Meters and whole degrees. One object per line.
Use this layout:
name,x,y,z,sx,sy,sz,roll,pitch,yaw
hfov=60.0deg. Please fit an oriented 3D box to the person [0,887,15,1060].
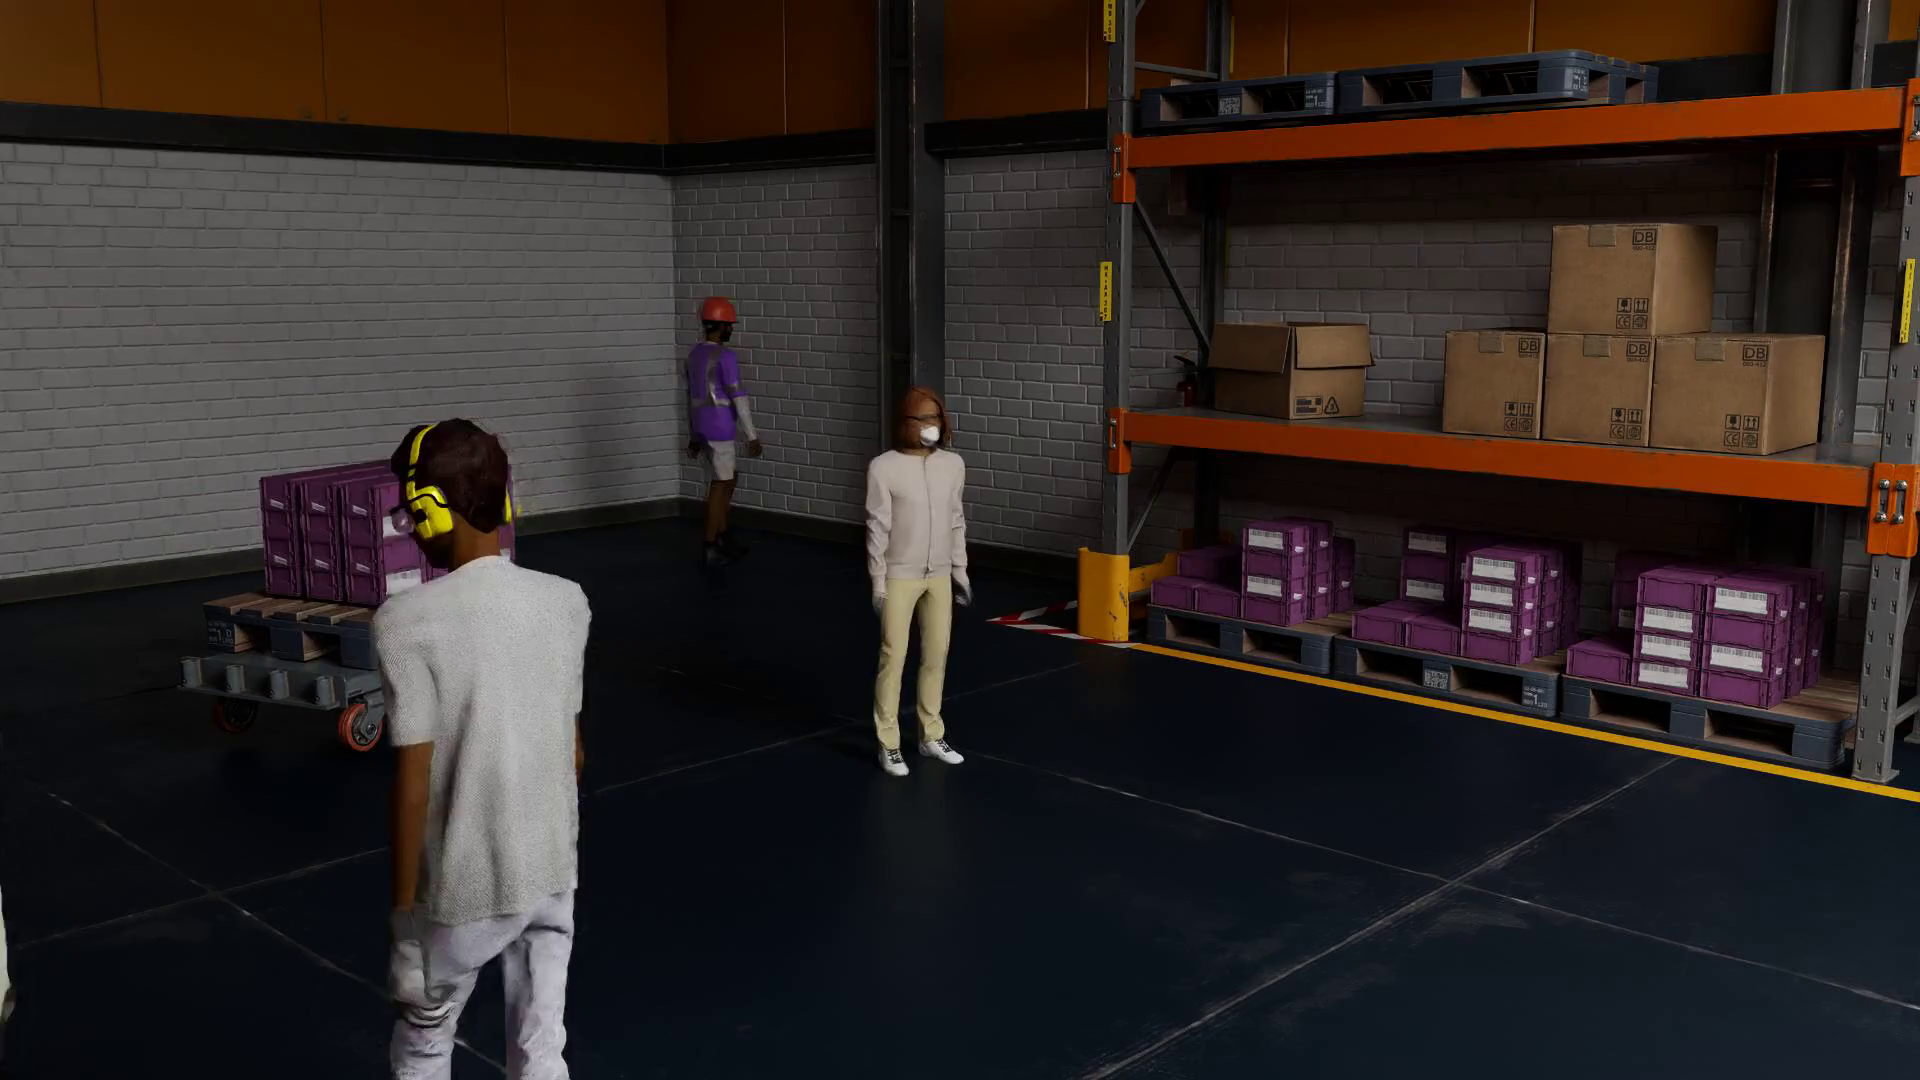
person,-1.497,0.809,2.154,1.004,1.955,0.622,8,12,39

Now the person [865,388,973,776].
person,-0.171,0.173,7.027,0.508,1.627,0.281,-7,11,-35

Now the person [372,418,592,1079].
person,-0.947,0.686,3.234,0.669,1.830,0.542,7,12,39

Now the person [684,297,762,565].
person,-1.646,-0.776,11.945,0.602,1.919,0.560,-7,11,-36
